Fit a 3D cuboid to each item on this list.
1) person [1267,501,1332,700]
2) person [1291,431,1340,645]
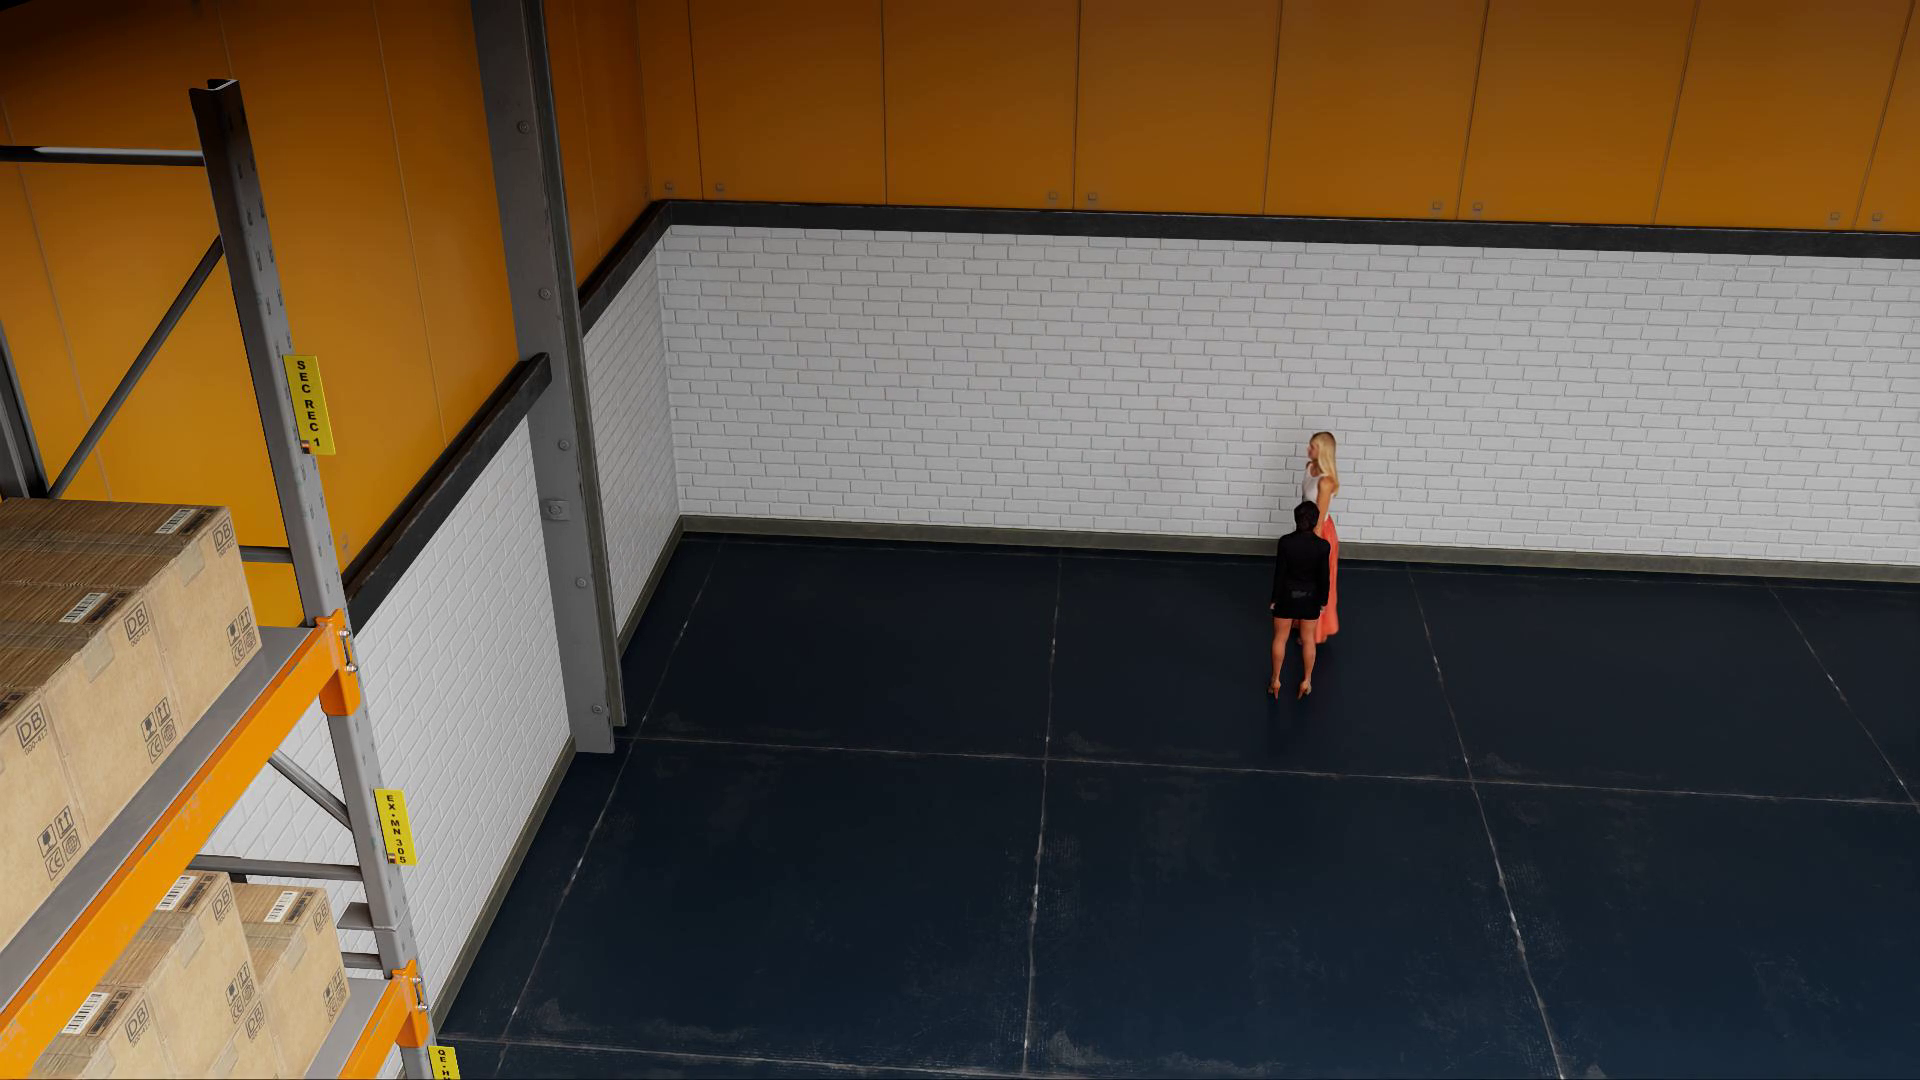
[{"bbox_3d":[2.492,0.450,12.263,0.575,1.640,0.615,4,29,7],"label":"person"},{"bbox_3d":[2.784,-0.023,12.964,0.710,1.799,0.591,-2,29,-3],"label":"person"}]
